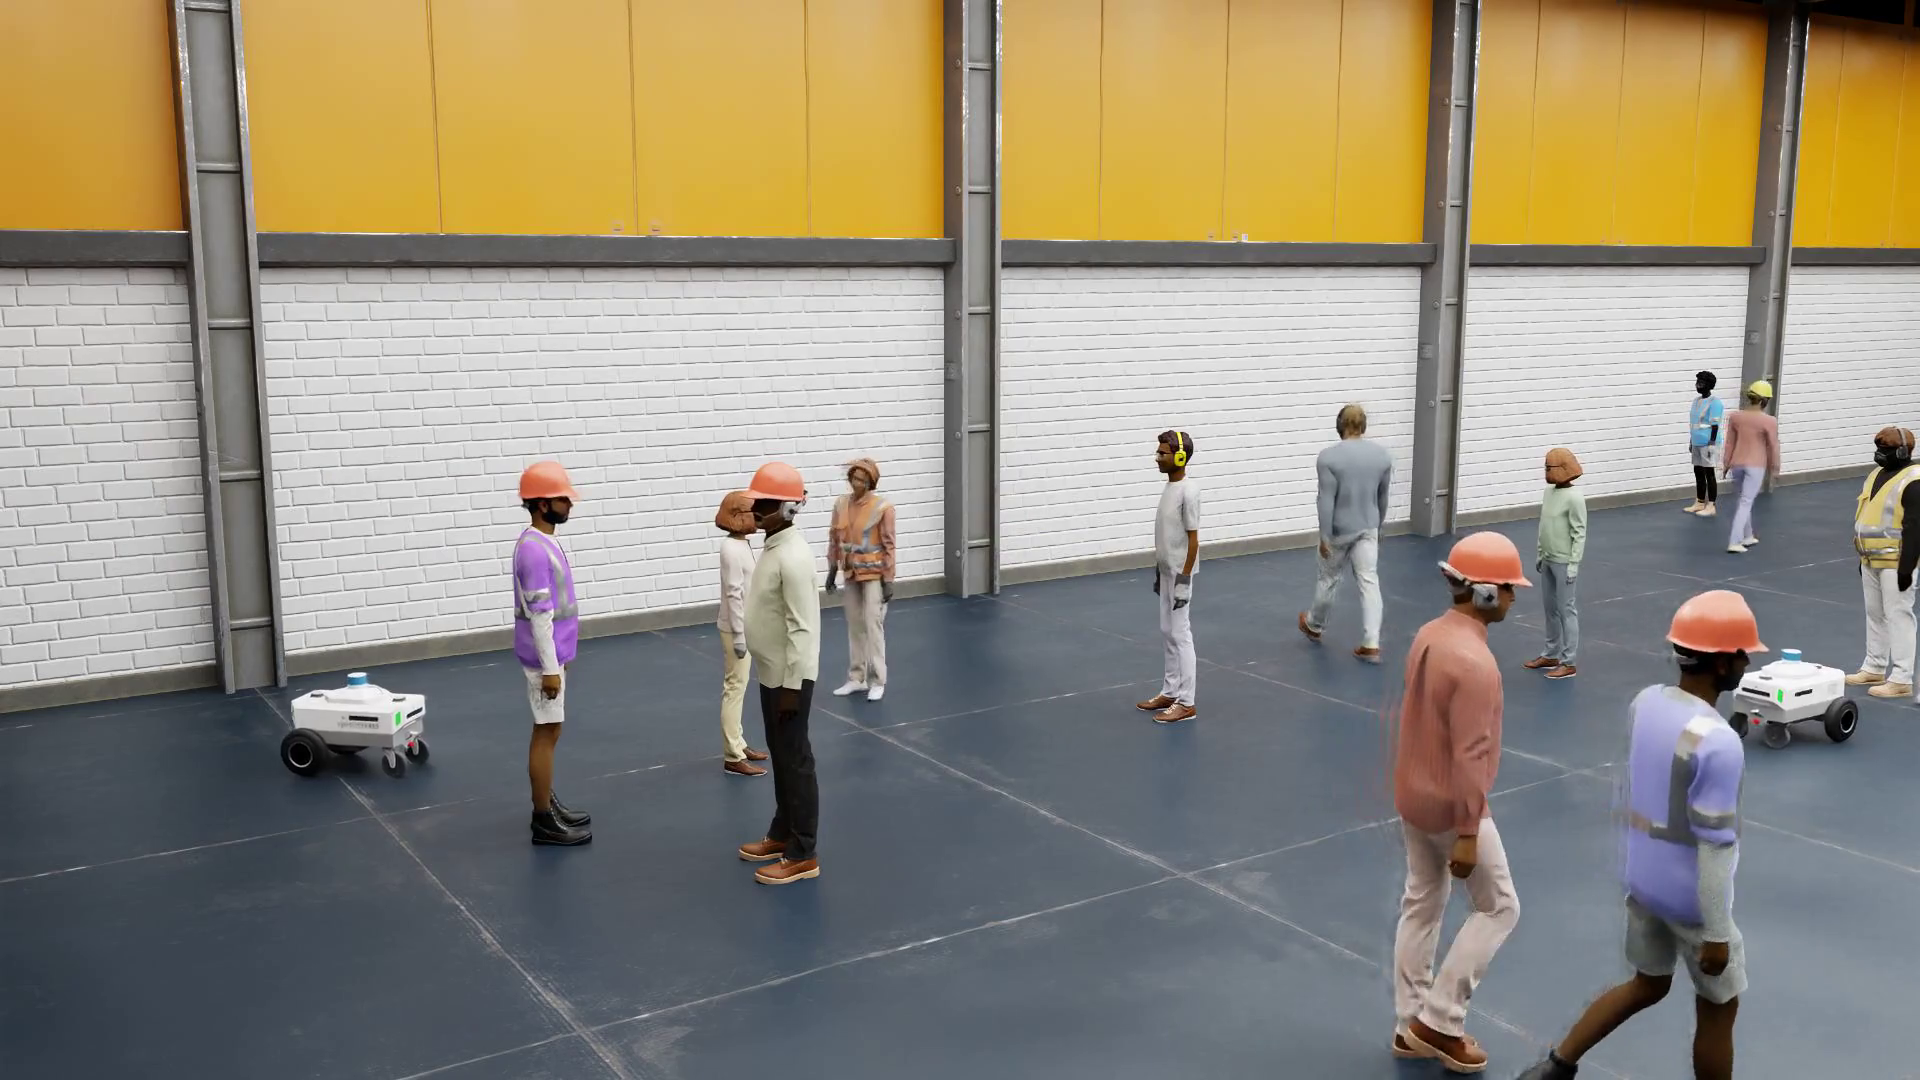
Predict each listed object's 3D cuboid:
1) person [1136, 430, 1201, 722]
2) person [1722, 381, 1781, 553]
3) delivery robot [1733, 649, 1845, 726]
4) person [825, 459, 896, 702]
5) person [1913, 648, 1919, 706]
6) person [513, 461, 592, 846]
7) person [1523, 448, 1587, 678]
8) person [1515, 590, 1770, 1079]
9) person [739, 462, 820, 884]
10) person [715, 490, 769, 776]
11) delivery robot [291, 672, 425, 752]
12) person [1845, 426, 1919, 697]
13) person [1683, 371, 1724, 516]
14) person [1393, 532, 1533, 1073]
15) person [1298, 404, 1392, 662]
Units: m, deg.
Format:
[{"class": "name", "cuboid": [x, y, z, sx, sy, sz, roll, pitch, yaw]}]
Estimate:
[{"class": "person", "cuboid": [1.358, 0.227, 10.652, 0.328, 1.872, 0.513, -2, 10, -13]}, {"class": "person", "cuboid": [8.066, -0.742, 16.858, 0.796, 1.732, 0.543, -6, 11, -32]}, {"class": "delivery robot", "cuboid": [5.081, 0.913, 10.190, 0.707, 0.478, 0.477, -6, 11, -31]}, {"class": "person", "cuboid": [-0.646, 0.266, 11.172, 0.548, 1.625, 0.335, 8, 12, 40]}, {"class": "person", "cuboid": [6.456, 0.322, 10.782, 0.312, 1.638, 0.519, -1, 9, -3]}, {"class": "person", "cuboid": [-2.041, 0.572, 8.399, 0.394, 1.938, 0.553, -2, 10, -12]}, {"class": "person", "cuboid": [4.224, 0.159, 11.771, 0.280, 1.631, 0.507, -1, 10, -8]}, {"class": "person", "cuboid": [2.262, 1.095, 5.302, 0.822, 1.916, 0.562, -1, 10, -8]}, {"class": "person", "cuboid": [-0.850, 0.620, 7.903, 0.374, 1.997, 0.613, -3, 10, -18]}, {"class": "person", "cuboid": [-1.254, 0.523, 9.571, 0.282, 1.636, 0.498, 0, 9, -3]}, {"class": "delivery robot", "cuboid": [-3.469, 1.010, 9.607, 0.707, 0.478, 0.477, 2, 10, 10]}, {"class": "person", "cuboid": [6.296, 0.143, 11.290, 0.430, 1.835, 0.621, 0, 9, 0]}, {"class": "person", "cuboid": [8.644, -1.121, 19.324, 0.321, 1.690, 0.536, -1, 9, -5]}, {"class": "person", "cuboid": [1.800, 0.948, 6.001, 0.463, 1.971, 0.608, -1, 10, -9]}, {"class": "person", "cuboid": [2.911, -0.078, 12.457, 0.649, 1.876, 1.057, -2, 10, -14]}]
